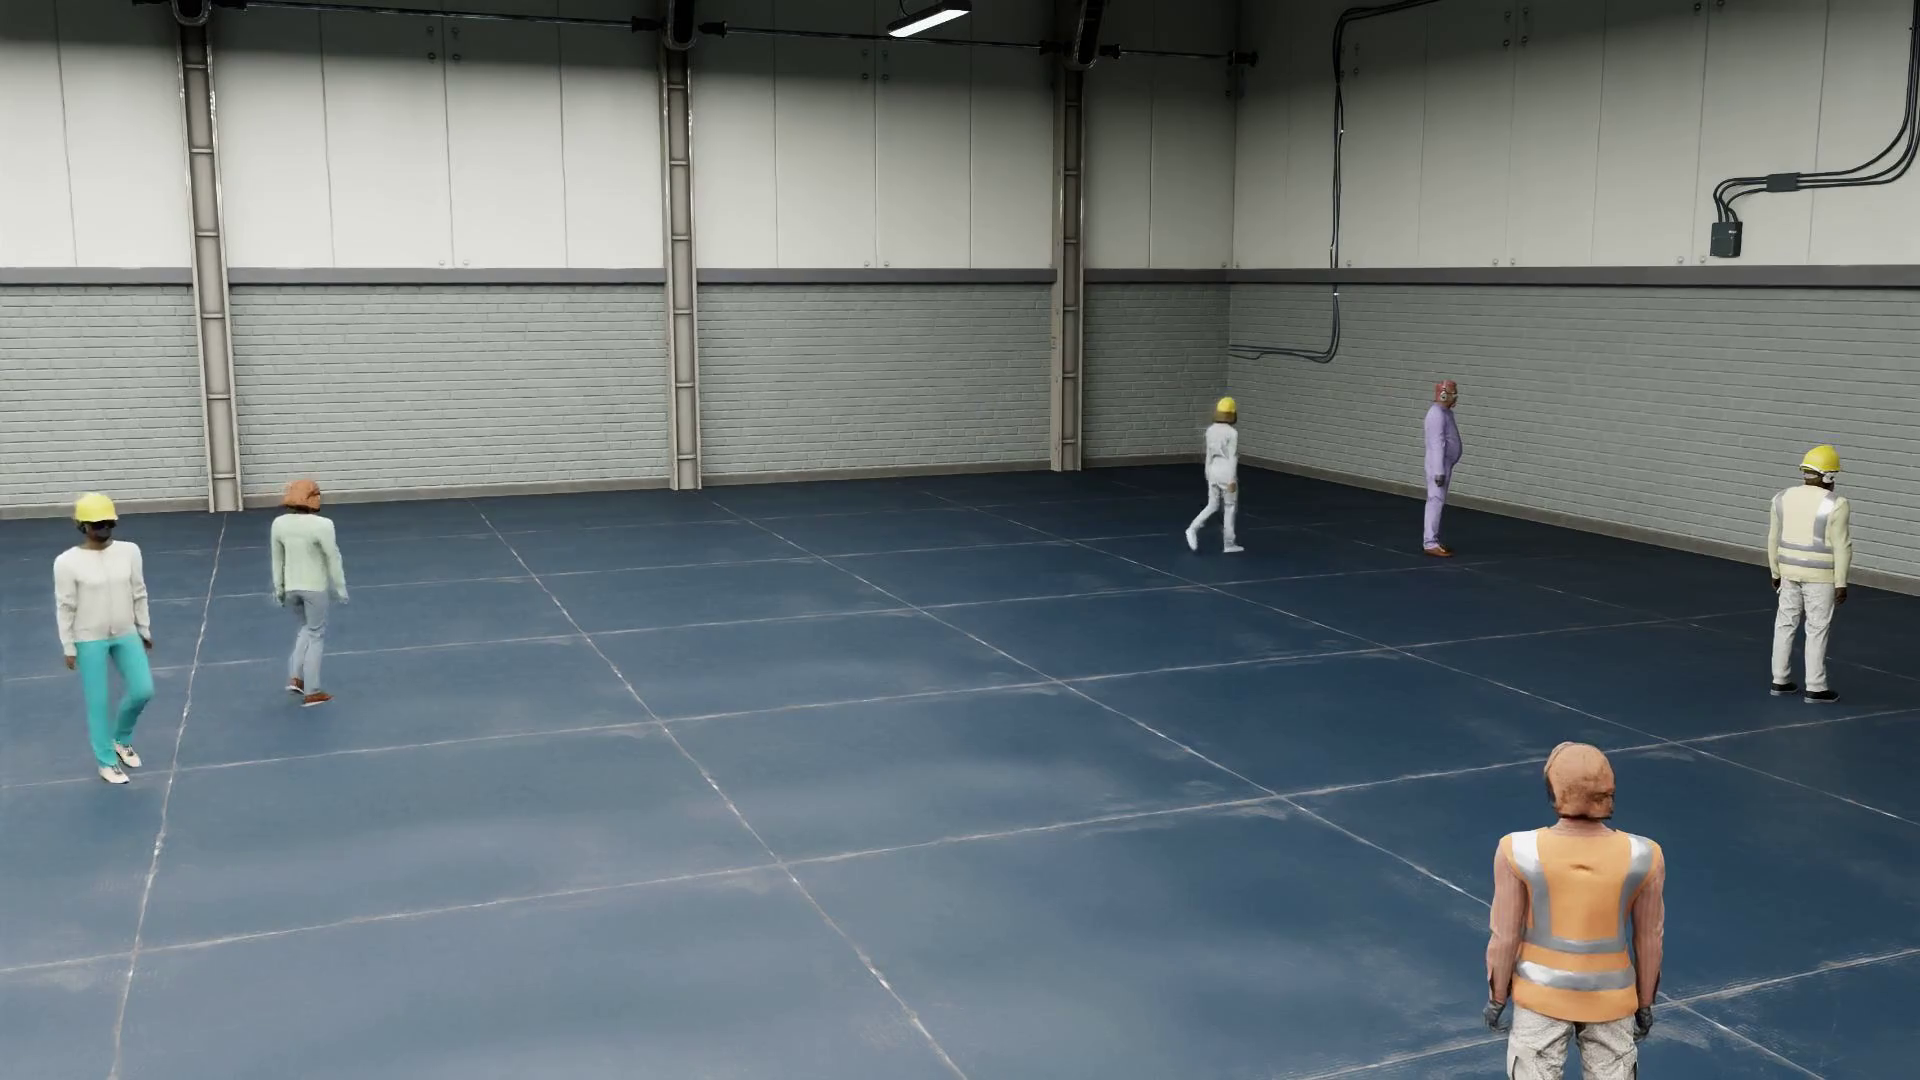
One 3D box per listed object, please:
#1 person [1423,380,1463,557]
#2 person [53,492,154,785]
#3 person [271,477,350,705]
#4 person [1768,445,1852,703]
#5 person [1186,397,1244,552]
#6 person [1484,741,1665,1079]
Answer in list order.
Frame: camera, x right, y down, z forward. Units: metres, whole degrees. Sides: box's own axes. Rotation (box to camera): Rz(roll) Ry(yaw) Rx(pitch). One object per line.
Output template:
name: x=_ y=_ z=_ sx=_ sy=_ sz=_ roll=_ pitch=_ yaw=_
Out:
person: x=5.229 y=-0.779 z=18.030 sx=0.403 sy=1.906 sz=0.651 roll=3 pitch=9 yaw=16
person: x=-5.076 y=0.585 z=9.910 sx=0.358 sy=1.754 sz=0.544 roll=7 pitch=11 yaw=37
person: x=-4.607 y=0.362 z=11.784 sx=0.509 sy=1.621 sz=0.388 roll=4 pitch=10 yaw=22
person: x=6.068 y=0.239 z=11.863 sx=0.403 sy=1.831 sz=0.595 roll=-5 pitch=10 yaw=-28
person: x=2.805 y=-0.699 z=18.093 sx=0.677 sy=1.720 sz=0.494 roll=-6 pitch=11 yaw=-33
person: x=1.861 y=1.418 z=5.067 sx=0.513 sy=1.640 sz=0.309 roll=1 pitch=9 yaw=8
